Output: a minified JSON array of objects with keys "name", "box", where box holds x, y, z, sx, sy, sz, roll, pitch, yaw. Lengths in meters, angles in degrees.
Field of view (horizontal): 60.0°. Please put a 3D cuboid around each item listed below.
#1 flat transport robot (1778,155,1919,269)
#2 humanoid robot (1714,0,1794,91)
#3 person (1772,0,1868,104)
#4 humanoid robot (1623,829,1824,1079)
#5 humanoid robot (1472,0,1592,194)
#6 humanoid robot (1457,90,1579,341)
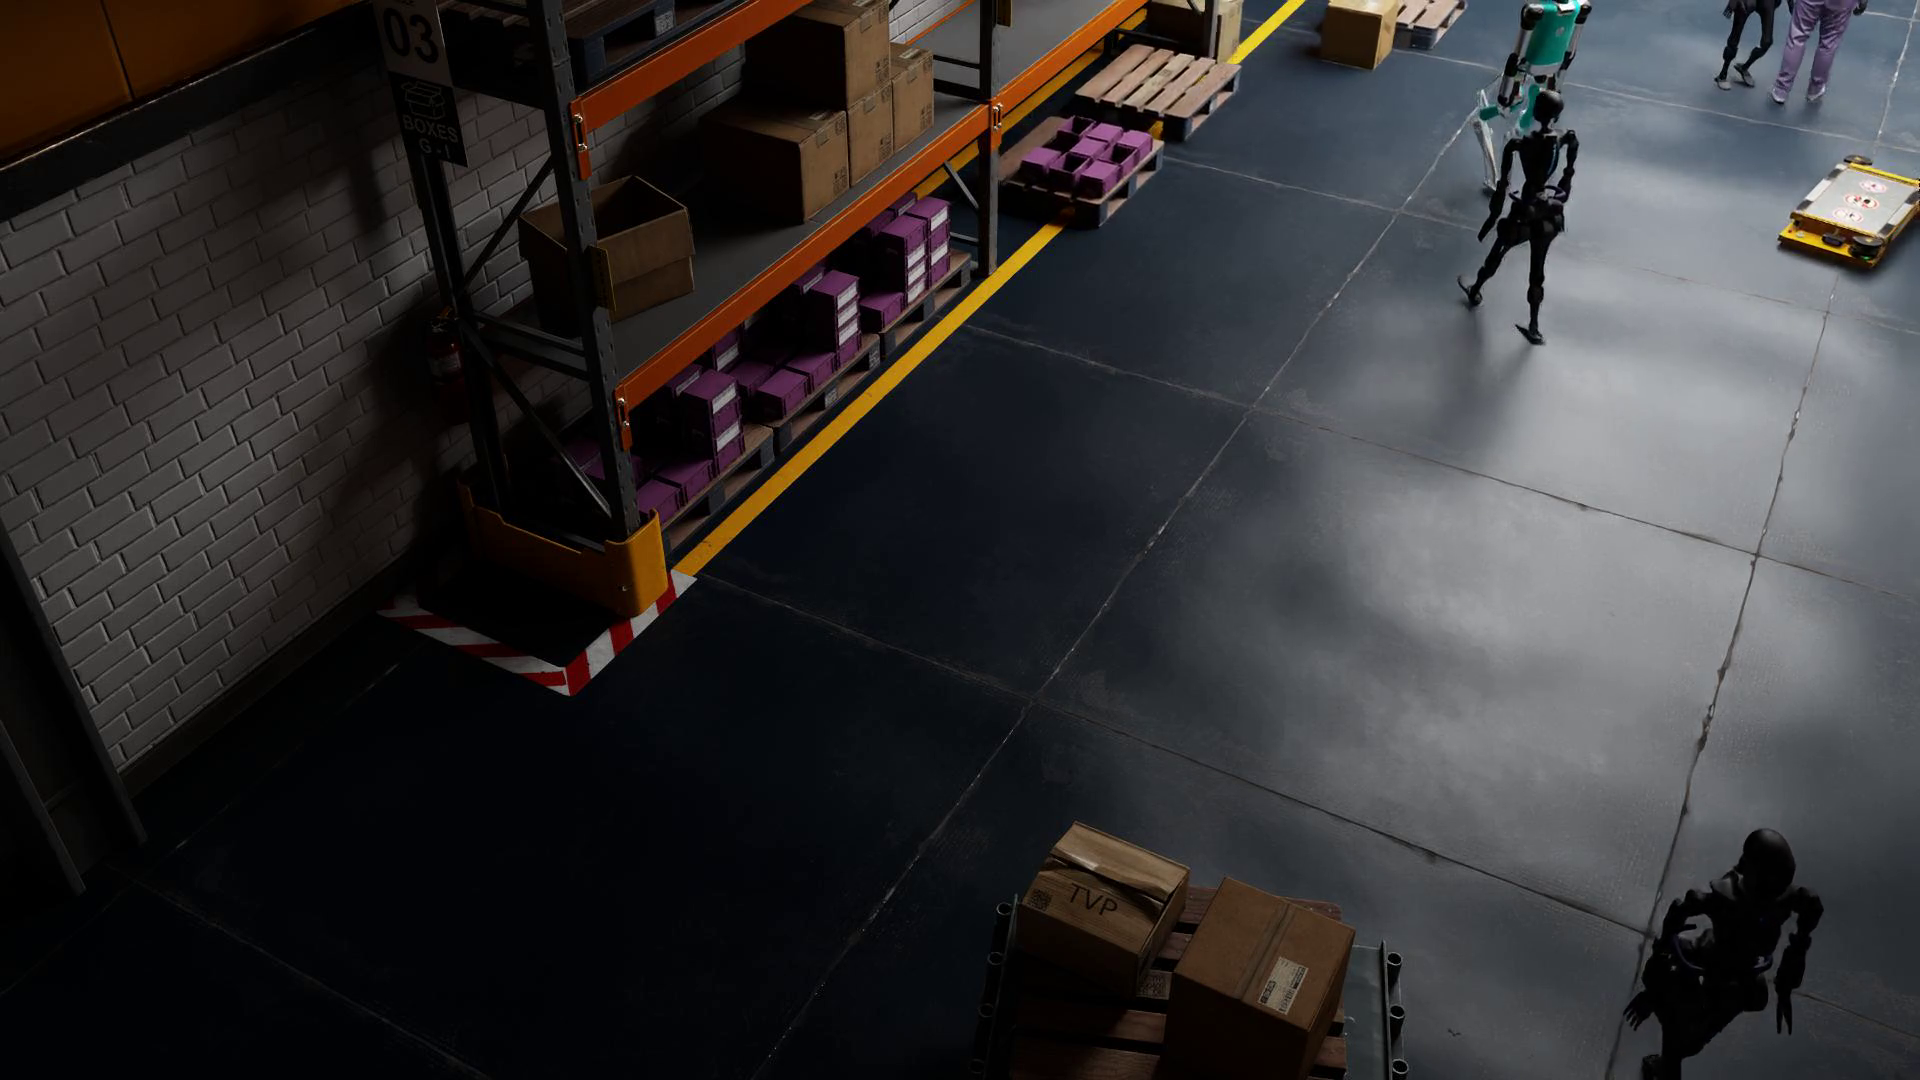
[{"name":"flat transport robot","box":[6.625,-2.430,12.257,0.659,0.231,1.431,28,46,30]},{"name":"humanoid robot","box":[6.635,-4.551,13.781,0.599,1.646,0.364,-8,39,-10]},{"name":"person","box":[7.086,-4.499,13.549,0.651,1.902,0.495,16,41,19]},{"name":"humanoid robot","box":[2.767,1.634,6.060,0.594,1.651,0.542,0,39,0]},{"name":"humanoid robot","box":[4.093,-3.307,12.269,0.541,1.899,0.724,-12,40,-15]},{"name":"humanoid robot","box":[3.683,-2.148,10.809,0.589,1.619,0.785,-11,40,-13]}]
